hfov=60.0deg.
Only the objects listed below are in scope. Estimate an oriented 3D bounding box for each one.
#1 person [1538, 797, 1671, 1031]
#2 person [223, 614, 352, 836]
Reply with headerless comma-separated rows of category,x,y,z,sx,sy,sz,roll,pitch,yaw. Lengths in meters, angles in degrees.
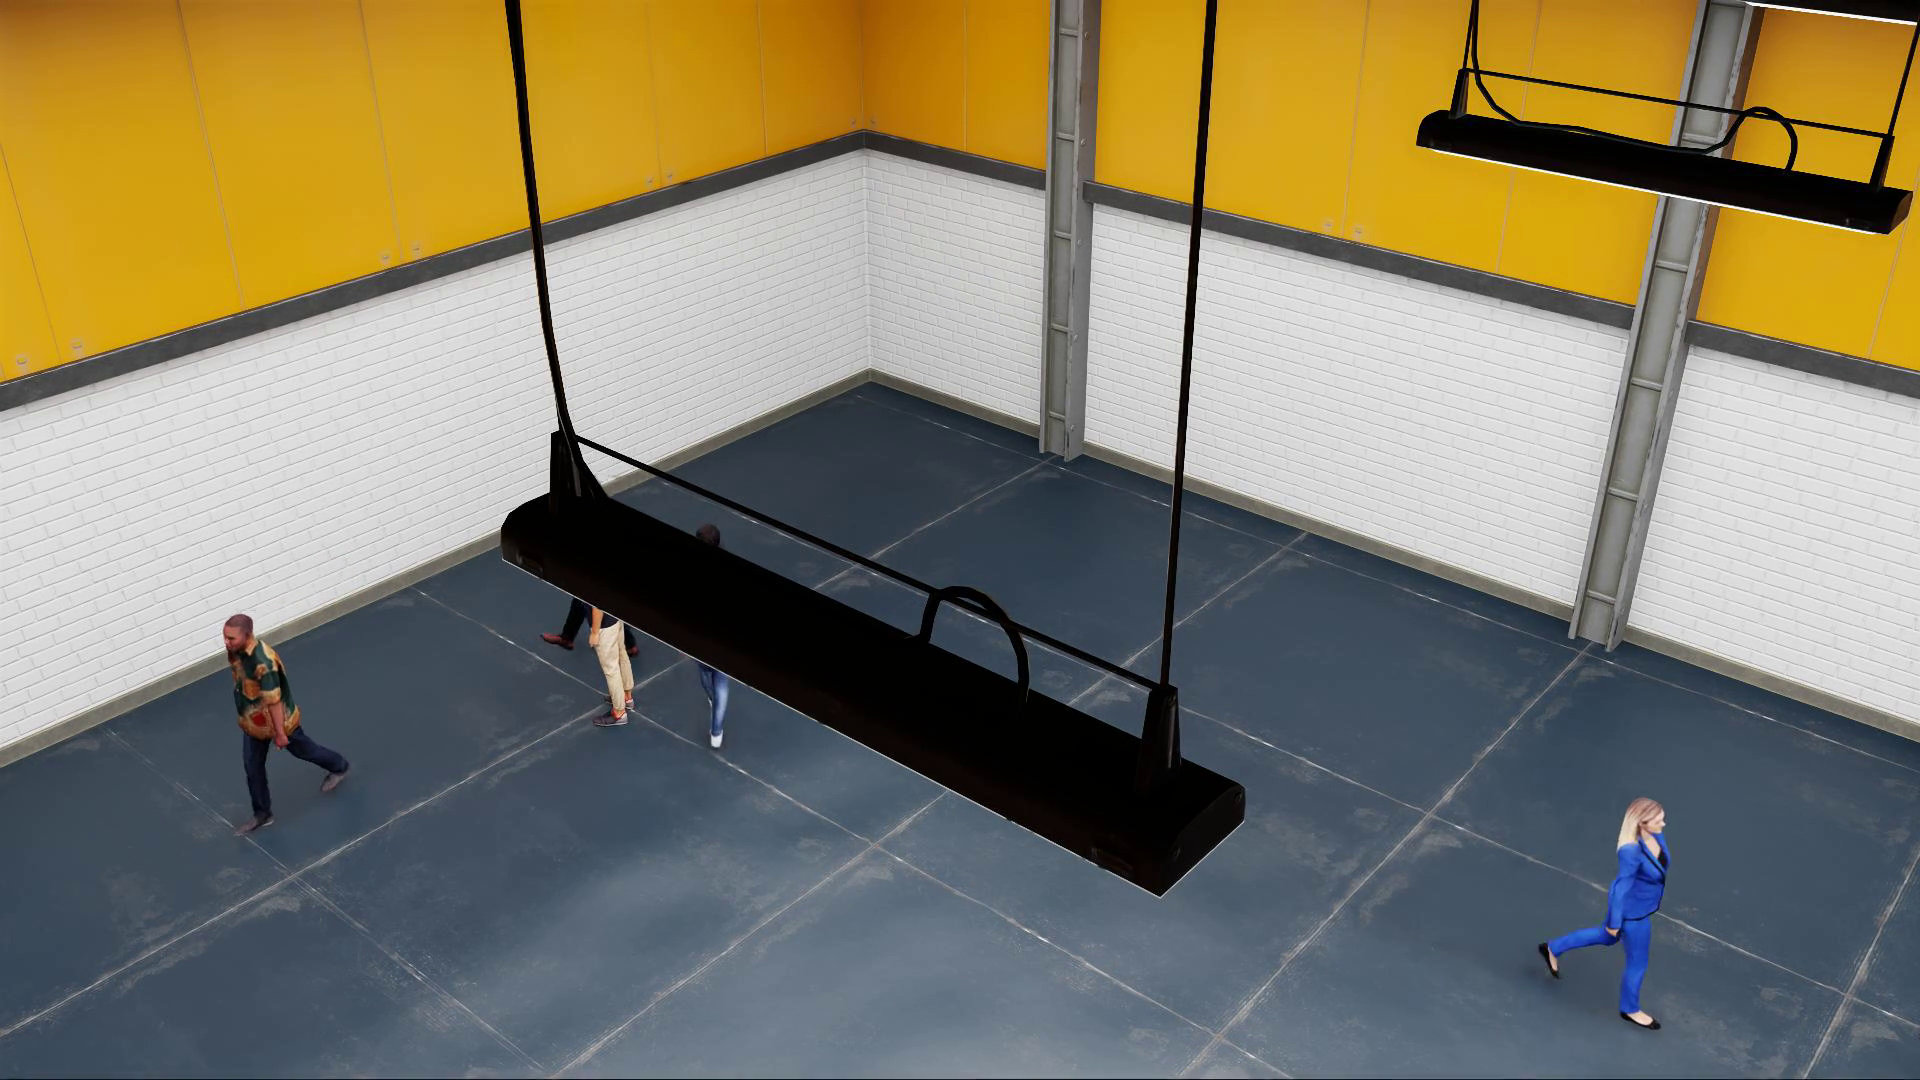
person,4.158,2.304,10.579,1.106,1.672,0.726,17,33,28
person,-5.037,1.285,12.351,1.172,1.764,0.794,19,34,31
